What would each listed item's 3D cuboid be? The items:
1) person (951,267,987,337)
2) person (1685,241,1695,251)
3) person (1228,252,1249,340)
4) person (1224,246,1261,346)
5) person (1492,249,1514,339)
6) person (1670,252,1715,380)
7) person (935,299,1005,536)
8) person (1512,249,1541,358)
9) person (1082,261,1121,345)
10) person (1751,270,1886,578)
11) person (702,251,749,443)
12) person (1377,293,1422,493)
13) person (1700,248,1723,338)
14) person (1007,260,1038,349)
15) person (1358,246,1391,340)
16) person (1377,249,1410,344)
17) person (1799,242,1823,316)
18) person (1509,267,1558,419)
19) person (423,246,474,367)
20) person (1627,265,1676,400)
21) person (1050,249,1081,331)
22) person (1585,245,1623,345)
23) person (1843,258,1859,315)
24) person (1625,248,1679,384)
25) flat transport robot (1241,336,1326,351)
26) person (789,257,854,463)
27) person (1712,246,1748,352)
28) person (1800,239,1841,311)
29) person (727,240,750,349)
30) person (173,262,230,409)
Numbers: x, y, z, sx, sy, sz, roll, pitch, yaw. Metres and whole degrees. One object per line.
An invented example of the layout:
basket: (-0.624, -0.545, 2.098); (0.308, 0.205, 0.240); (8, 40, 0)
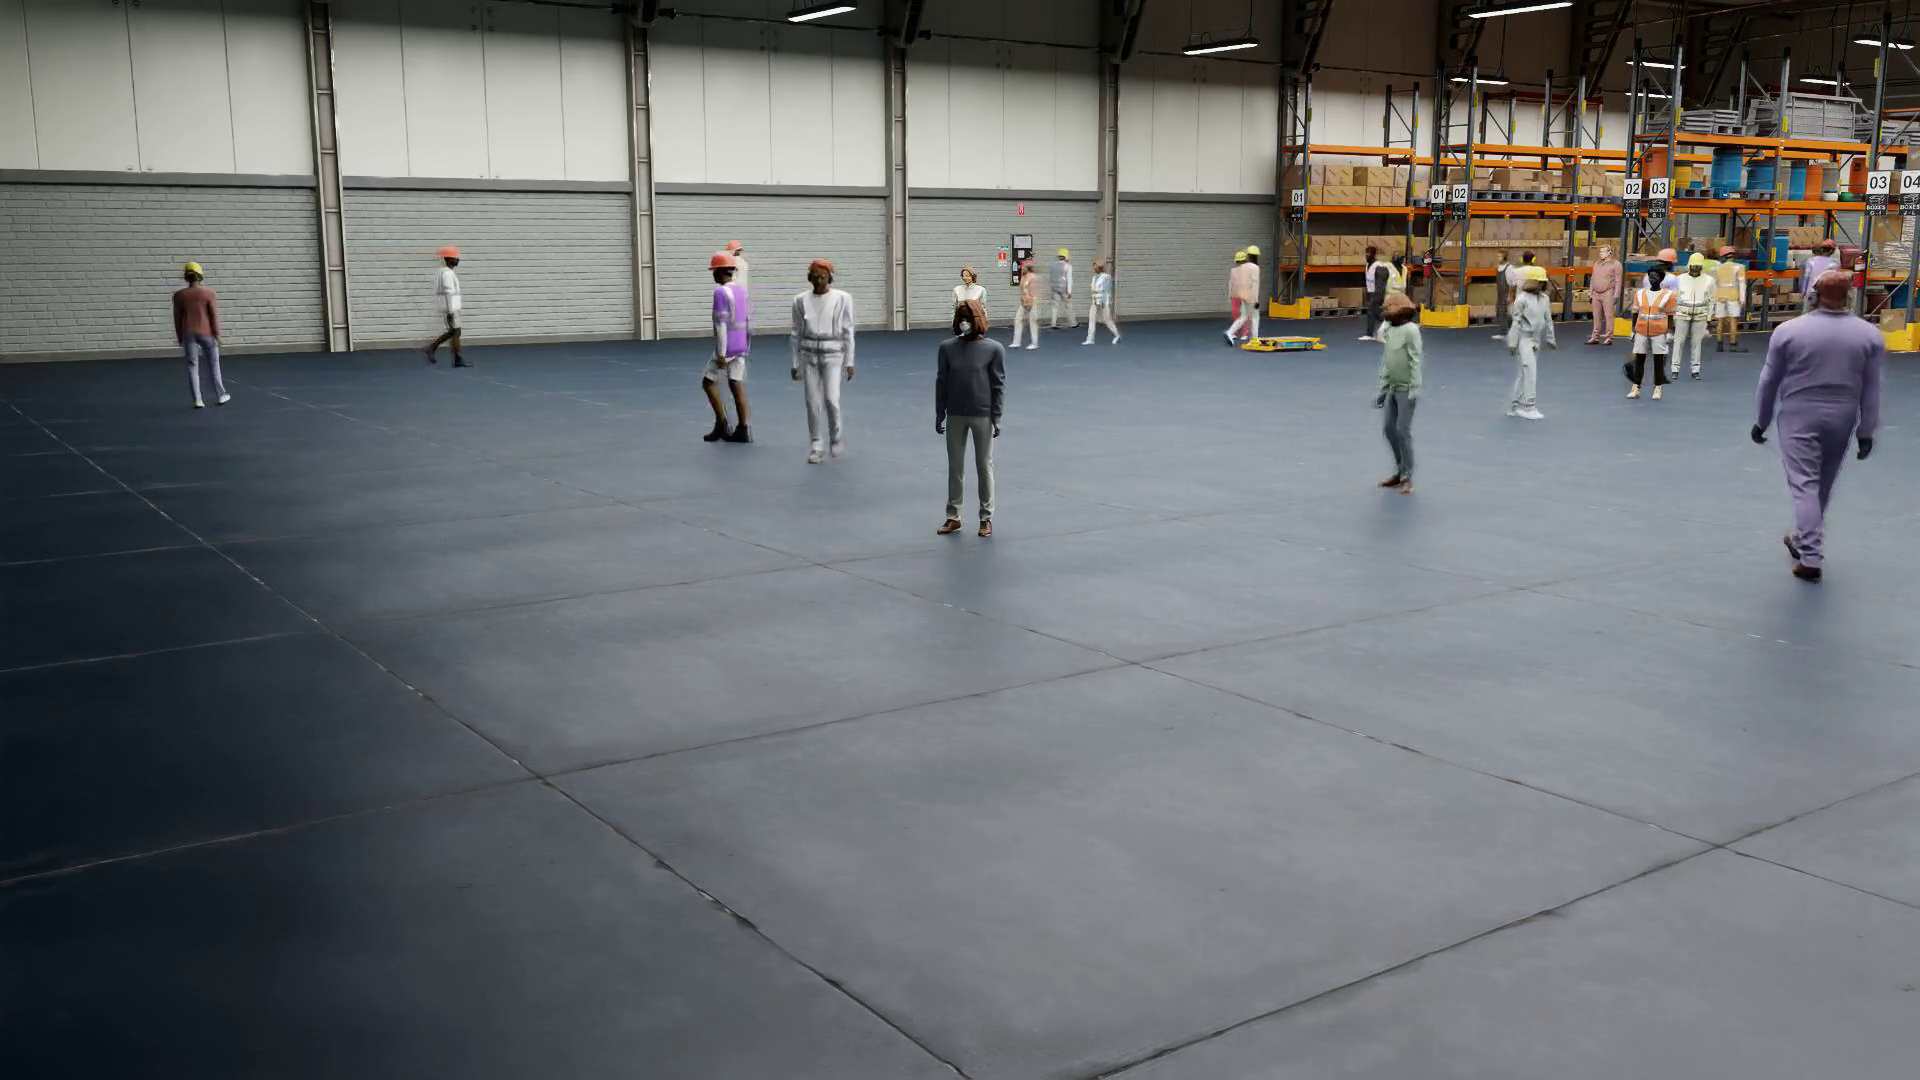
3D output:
person: (0.124, -2.970, 23.140); (0.523, 1.639, 0.306); (4, 11, 20)
person: (18.047, -6.411, 41.183); (0.353, 1.937, 0.635); (-4, 11, -21)
person: (5.603, -4.884, 33.311); (0.523, 1.760, 0.324); (8, 13, 39)
person: (5.304, -4.510, 30.899); (0.732, 1.898, 0.618); (-4, 11, -23)
person: (11.055, -4.966, 33.580); (0.585, 1.823, 0.546); (-3, 11, -16)
person: (10.562, -3.228, 24.028); (0.589, 1.832, 0.404); (3, 11, 15)
person: (0.065, -0.842, 11.490); (0.500, 1.633, 0.284); (3, 11, 18)
person: (9.567, -3.977, 28.119); (0.504, 1.849, 0.533); (4, 11, 23)
person: (2.735, -4.547, 31.871); (0.781, 1.613, 0.518); (-7, 12, -32)
person: (5.265, -0.726, 10.259); (0.649, 1.849, 1.040); (2, 10, 8)
person: (-2.371, -1.915, 16.595); (0.591, 1.914, 0.567); (4, 11, 19)
person: (3.586, -1.185, 13.484); (0.353, 1.606, 0.576); (-2, 11, -11)
person: (15.245, -5.011, 33.836); (0.574, 1.825, 0.620); (-6, 12, -32)
person: (1.153, -4.290, 30.415); (0.681, 1.613, 0.538); (-5, 11, -25)
person: (8.360, -4.935, 33.246); (0.679, 1.889, 0.611); (-1, 10, -6)
person: (8.270, -4.617, 31.679); (0.654, 1.815, 0.456); (-6, 12, -30)
person: (17.265, -5.025, 33.587); (0.627, 1.940, 0.370); (10, 14, 43)
person: (6.530, -2.221, 18.836); (0.508, 1.715, 0.760); (-6, 12, -32)
person: (-8.105, -3.671, 26.222); (0.681, 1.922, 0.548); (-3, 11, -16)
person: (8.757, -2.620, 21.063); (0.530, 1.697, 0.321); (8, 13, 38)
person: (2.309, -5.502, 36.607); (0.619, 1.788, 0.840); (9, 14, 41)
person: (12.246, -4.657, 31.656); (0.401, 1.907, 0.646); (-6, 12, -31)
person: (18.210, -4.934, 33.924); (0.280, 1.634, 0.498); (-4, 11, -19)
person: (9.661, -3.093, 23.106); (0.780, 1.908, 0.558); (-7, 12, -32)
flat transport robot: (5.888, -3.579, 30.232); (1.431, 0.197, 0.652); (-5, 12, -27)
person: (-1.263, -1.619, 15.097); (0.606, 1.870, 0.416); (2, 11, 11)
person: (13.820, -4.312, 29.817); (0.714, 1.890, 0.470); (9, 13, 40)
person: (16.436, -4.714, 31.703); (0.635, 1.999, 0.901); (10, 14, 43)
person: (-4.061, -4.443, 30.266); (0.398, 1.986, 0.636); (4, 11, 19)
person: (-9.188, -2.478, 20.134); (0.551, 1.738, 0.713); (-1, 10, -6)
